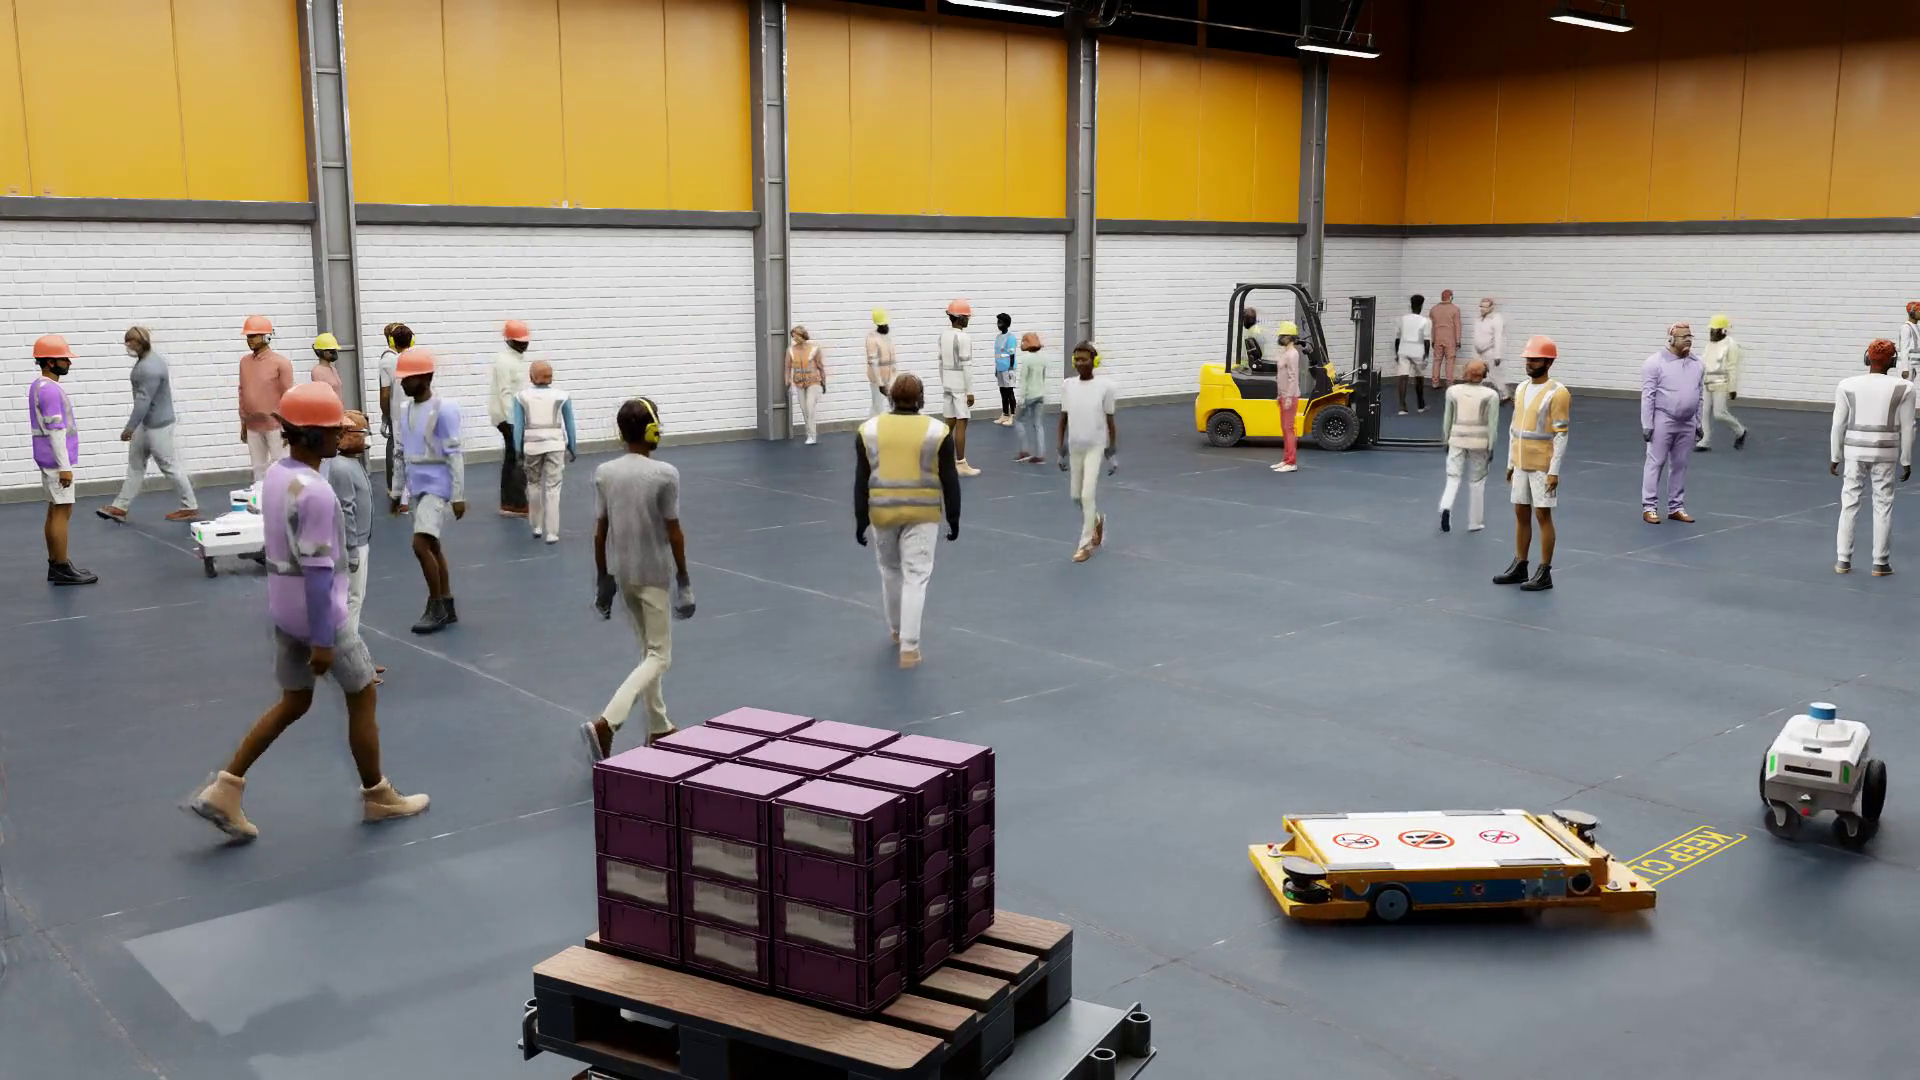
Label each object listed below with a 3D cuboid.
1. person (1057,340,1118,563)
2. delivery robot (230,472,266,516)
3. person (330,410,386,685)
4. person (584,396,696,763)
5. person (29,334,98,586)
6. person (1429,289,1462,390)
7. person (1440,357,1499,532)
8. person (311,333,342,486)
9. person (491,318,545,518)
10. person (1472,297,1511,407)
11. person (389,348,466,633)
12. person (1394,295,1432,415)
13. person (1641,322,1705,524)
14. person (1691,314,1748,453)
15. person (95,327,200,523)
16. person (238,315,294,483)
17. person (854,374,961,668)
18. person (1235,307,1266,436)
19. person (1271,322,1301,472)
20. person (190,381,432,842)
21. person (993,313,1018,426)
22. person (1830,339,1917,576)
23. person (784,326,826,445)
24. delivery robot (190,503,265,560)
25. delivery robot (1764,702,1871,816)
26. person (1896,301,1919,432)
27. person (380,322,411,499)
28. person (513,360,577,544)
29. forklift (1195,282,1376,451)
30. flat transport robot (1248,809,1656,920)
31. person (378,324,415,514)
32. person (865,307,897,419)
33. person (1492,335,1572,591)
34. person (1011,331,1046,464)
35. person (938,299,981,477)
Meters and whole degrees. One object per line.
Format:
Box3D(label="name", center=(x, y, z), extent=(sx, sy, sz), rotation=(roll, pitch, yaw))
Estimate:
Box3D(label="person", center=(1.098, -0.762, 14.031), extent=(0.528, 1.840, 0.781), rotation=(5, 11, 28))
Box3D(label="delivery robot", center=(-6.319, -0.381, 15.238), extent=(0.477, 0.478, 0.707), rotation=(4, 11, 23))
Box3D(label="person", center=(-3.598, 0.041, 9.890), extent=(0.265, 1.632, 0.507), rotation=(-2, 10, -14))
Box3D(label="person", center=(-1.616, 0.212, 8.291), extent=(0.525, 1.845, 0.785), rotation=(6, 11, 31))
Box3D(label="person", center=(-6.950, -0.618, 12.856), extent=(0.356, 1.936, 0.551), rotation=(-7, 12, -36))
Box3D(label="person", center=(9.220, -3.795, 31.547), extent=(0.643, 1.910, 0.411), rotation=(9, 13, 43))
Box3D(label="person", center=(4.622, -0.855, 15.158), extent=(0.516, 1.622, 0.657), rotation=(6, 11, 32))
Box3D(label="person", center=(-6.317, -1.186, 16.687), extent=(0.313, 1.769, 0.525), rotation=(-1, 10, -3))
Box3D(label="person", center=(-4.274, -1.164, 16.051), extent=(0.570, 1.950, 0.620), rotation=(0, 10, 0))
Box3D(label="person", center=(8.842, -3.124, 27.776), extent=(0.876, 1.863, 0.643), rotation=(-6, 11, -30))
Box3D(label="person", center=(-3.650, -0.326, 11.200), extent=(0.564, 1.917, 0.616), rotation=(7, 12, 37))
Box3D(label="person", center=(7.295, -2.982, 26.792), extent=(0.613, 1.917, 0.968), rotation=(5, 11, 28))
Box3D(label="person", center=(6.785, -1.107, 15.806), extent=(0.643, 1.912, 0.408), rotation=(-2, 10, -12))
Box3D(label="person", center=(9.780, -2.000, 21.347), extent=(0.670, 1.805, 0.594), rotation=(-2, 10, -14))
Box3D(label="person", center=(-7.685, -1.071, 15.695), extent=(0.907, 1.872, 0.647), rotation=(-8, 12, -38))
Box3D(label="person", center=(-6.399, -1.068, 15.325), extent=(0.609, 1.995, 0.378), rotation=(4, 10, 21))
Box3D(label="person", center=(-0.315, -0.150, 10.535), extent=(0.658, 1.793, 0.939), rotation=(2, 10, 9))
Box3D(label="person", center=(4.138, -2.371, 23.464), extent=(0.528, 1.823, 0.640), rotation=(0, 10, 2))
Box3D(label="person", center=(3.841, -1.679, 19.601), extent=(0.336, 1.763, 0.549), rotation=(1, 10, 5))
Box3D(label="person", center=(-2.862, 0.316, 7.208), extent=(0.945, 2.011, 0.609), rotation=(-9, 13, -42))
Box3D(label="person", center=(0.683, -2.557, 24.939), extent=(0.320, 1.694, 0.537), rotation=(-4, 11, -24))
Box3D(label="person", center=(7.245, -0.653, 13.223), extent=(0.587, 1.882, 0.342), rotation=(7, 12, 35))
Box3D(label="person", center=(-2.068, -2.061, 22.257), extent=(0.532, 1.606, 0.667), rotation=(3, 10, 19))
Box3D(label="delivery robot", center=(-5.758, -0.052, 13.312), extent=(0.707, 0.478, 0.477), rotation=(-6, 12, -33))
Box3D(label="delivery robot", center=(3.803, 0.964, 7.364), extent=(0.477, 0.478, 0.707), rotation=(6, 12, 34))
Box3D(label="person", center=(13.662, -2.484, 23.943), extent=(0.350, 1.882, 0.583), rotation=(8, 12, 38))
Box3D(label="person", center=(-5.910, -1.356, 17.450), extent=(0.327, 1.843, 0.516), rotation=(-4, 10, -20))
Box3D(label="person", center=(-3.688, -0.791, 14.825), extent=(0.529, 1.612, 0.694), rotation=(-1, 10, -7))
Box3D(label="forklift", center=(4.328, -2.346, 22.227), extent=(2.313, 2.155, 1.214), rotation=(3, 10, 16))
Box3D(label="flat transport robot", center=(1.930, 1.279, 6.628), extent=(1.431, 0.197, 0.652), rotation=(-1, 10, -4))
Box3D(label="person", center=(-5.467, -1.194, 16.429), extent=(0.514, 1.873, 0.329), rotation=(-6, 11, -30))
Box3D(label="person", center=(-0.967, -2.141, 22.001), extent=(0.667, 1.860, 0.809), rotation=(-9, 13, -43))
Box3D(label="person", center=(4.362, -0.586, 12.660), extent=(0.347, 1.942, 0.549), rotation=(-4, 11, -23))
Box3D(label="person", center=(0.835, -1.739, 20.362), extent=(0.517, 1.614, 0.523), rotation=(9, 13, 41))
Box3D(label="person", center=(-0.013, -1.753, 19.197), extent=(0.374, 2.044, 0.606), rotation=(-6, 12, -32))
